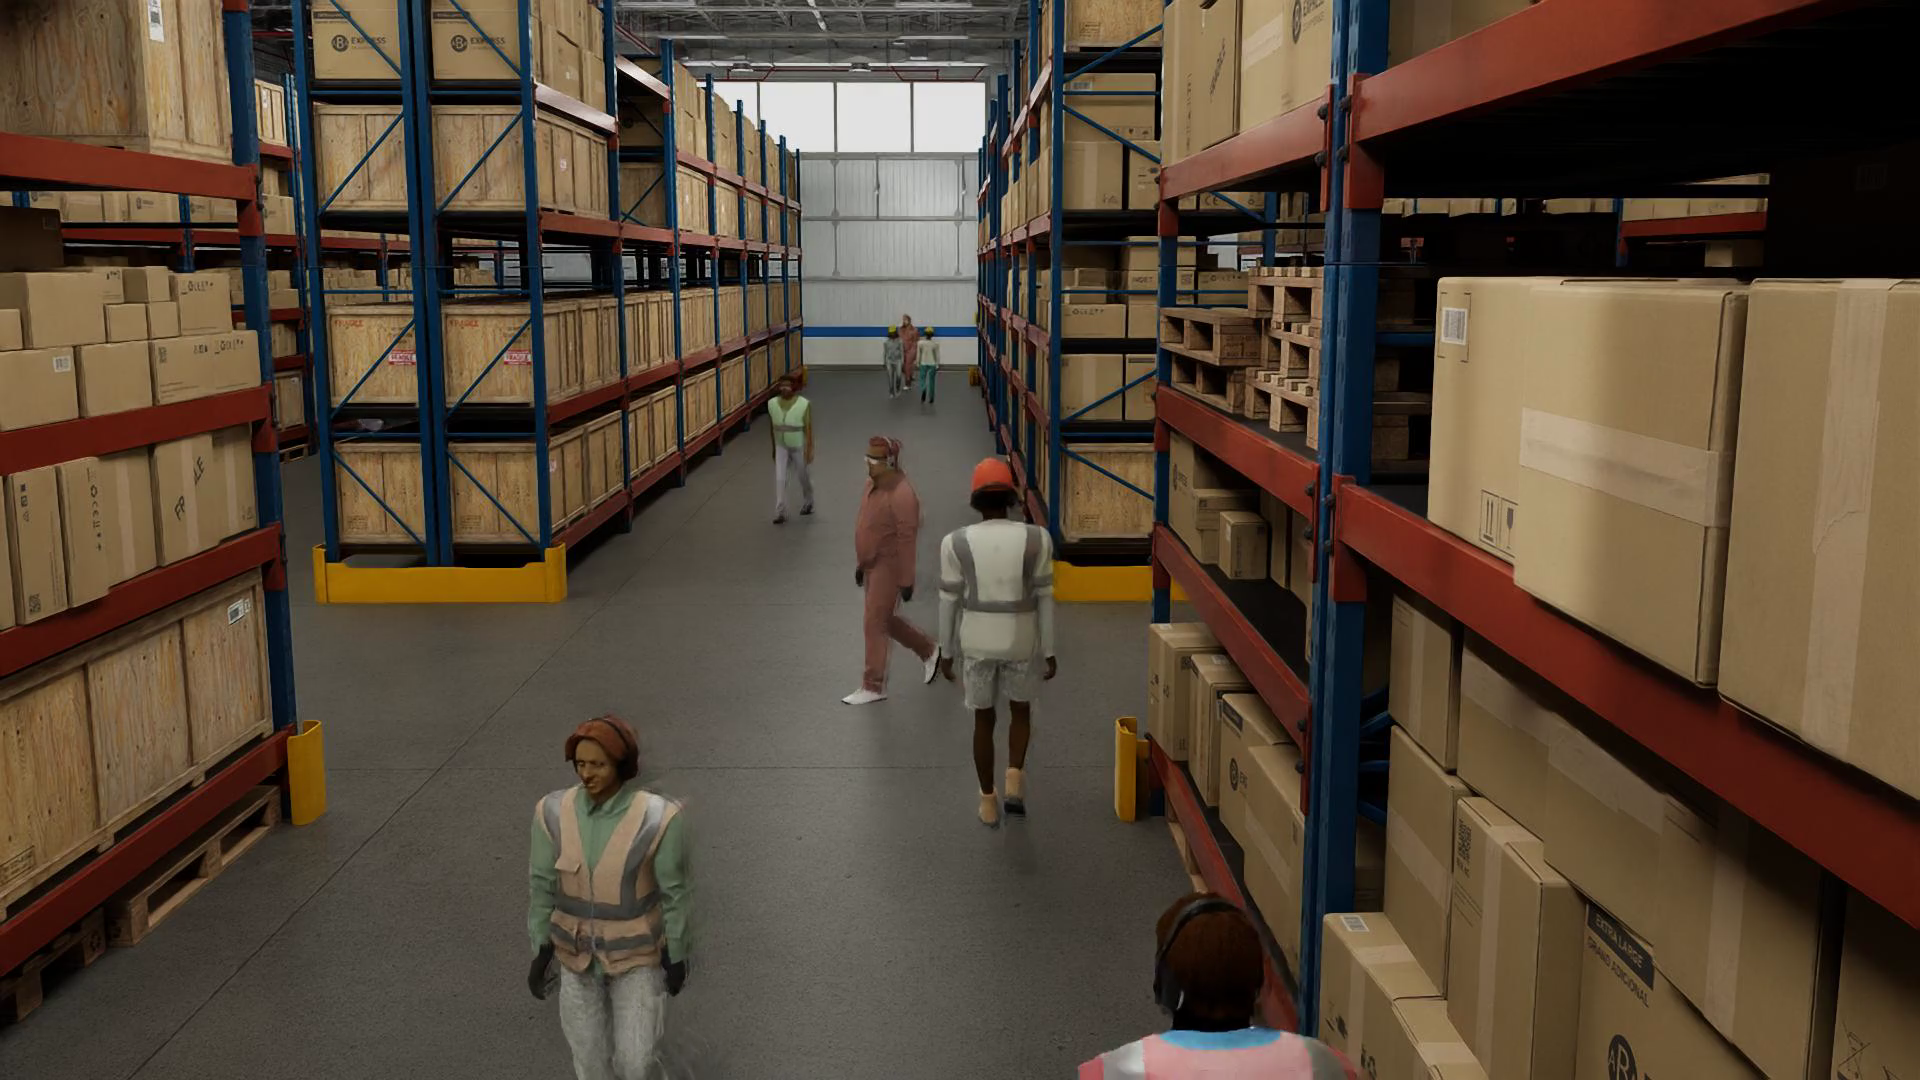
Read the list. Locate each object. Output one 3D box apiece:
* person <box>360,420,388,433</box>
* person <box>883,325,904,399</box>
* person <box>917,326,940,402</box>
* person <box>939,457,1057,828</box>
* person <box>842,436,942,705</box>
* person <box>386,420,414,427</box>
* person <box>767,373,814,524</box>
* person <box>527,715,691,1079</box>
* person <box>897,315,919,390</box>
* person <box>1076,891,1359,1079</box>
[{"bbox_3d":[-7.622,-1.462,21.907,0.601,1.867,1.003,4,10,24],"label":"person"},{"bbox_3d":[-1.556,-4.146,38.808,0.505,1.724,0.551,0,9,1],"label":"person"},{"bbox_3d":[-0.713,-3.977,37.688,0.535,1.748,0.486,0,9,1],"label":"person"},{"bbox_3d":[0.196,0.561,9.047,0.634,2.022,0.433,0,9,-1],"label":"person"},{"bbox_3d":[-0.477,0.194,11.729,0.782,1.880,0.648,-4,10,-23],"label":"person"},{"bbox_3d":[-7.135,-1.243,21.335,0.504,1.617,0.441,3,10,19],"label":"person"},{"bbox_3d":[-2.019,-1.134,20.146,0.575,1.801,0.972,2,10,15],"label":"person"},{"bbox_3d":[-1.133,1.359,5.380,0.521,1.628,0.378,2,10,13],"label":"person"},{"bbox_3d":[-1.327,-4.691,41.626,0.675,1.890,0.474,6,11,33],"label":"person"},{"bbox_3d":[0.491,1.585,3.448,0.654,1.791,0.970,-1,9,-7],"label":"person"}]
